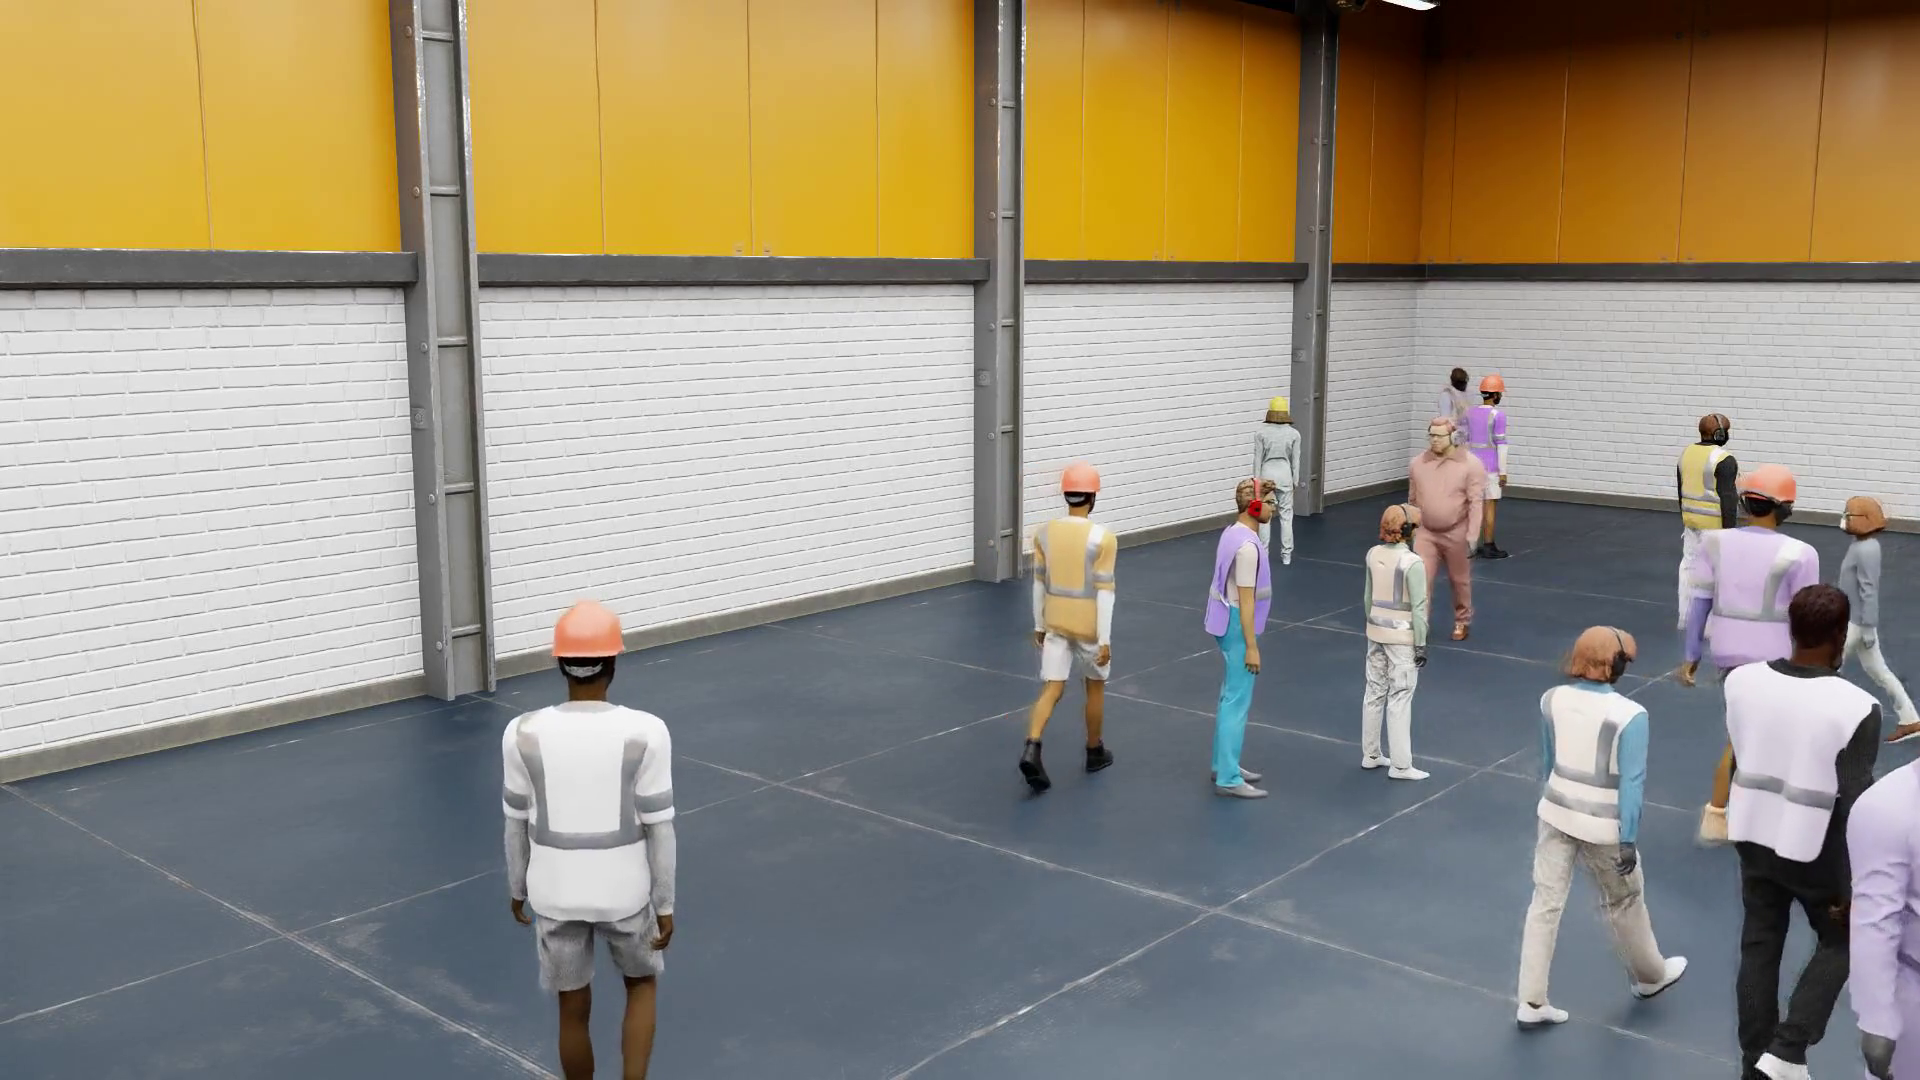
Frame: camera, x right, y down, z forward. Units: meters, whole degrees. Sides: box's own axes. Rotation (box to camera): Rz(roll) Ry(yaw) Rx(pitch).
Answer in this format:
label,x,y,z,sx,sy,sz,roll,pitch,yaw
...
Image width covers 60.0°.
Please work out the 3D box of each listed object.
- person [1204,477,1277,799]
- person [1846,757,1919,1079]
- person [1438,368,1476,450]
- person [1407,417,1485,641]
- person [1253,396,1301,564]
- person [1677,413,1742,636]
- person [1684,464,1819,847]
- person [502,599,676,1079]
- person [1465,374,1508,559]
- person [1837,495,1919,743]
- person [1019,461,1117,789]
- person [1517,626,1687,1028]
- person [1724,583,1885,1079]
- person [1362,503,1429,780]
label,x,y,z,sx,sy,sz,roll,pitch,yaw
person,1.599,0.551,9.553,0.389,1.836,0.569,1,9,4
person,2.803,1.311,4.612,0.661,1.877,0.740,0,9,0
person,6.464,-1.332,21.499,0.783,1.800,0.434,-8,12,-41
person,3.876,-0.060,13.316,0.647,1.865,0.980,6,11,33
person,3.260,-0.614,17.177,0.480,1.733,0.333,0,9,-1
person,6.211,-0.128,13.782,0.429,1.846,0.627,-2,9,-14
person,4.239,0.590,8.829,1.064,1.980,0.633,-7,11,-36
person,-1.221,1.147,5.509,0.569,1.926,0.416,-1,9,-6
person,5.563,-0.773,17.535,0.361,1.938,0.545,-5,10,-28
person,5.732,0.504,10.576,0.858,1.593,0.509,4,10,26
person,0.636,0.494,9.703,0.553,1.909,0.903,5,11,31
person,2.557,1.128,6.650,0.877,1.587,0.525,-6,11,-31
person,2.991,1.092,5.946,0.460,1.897,0.587,-6,11,-34
person,2.575,0.599,9.850,0.309,1.641,0.514,-4,10,-24
